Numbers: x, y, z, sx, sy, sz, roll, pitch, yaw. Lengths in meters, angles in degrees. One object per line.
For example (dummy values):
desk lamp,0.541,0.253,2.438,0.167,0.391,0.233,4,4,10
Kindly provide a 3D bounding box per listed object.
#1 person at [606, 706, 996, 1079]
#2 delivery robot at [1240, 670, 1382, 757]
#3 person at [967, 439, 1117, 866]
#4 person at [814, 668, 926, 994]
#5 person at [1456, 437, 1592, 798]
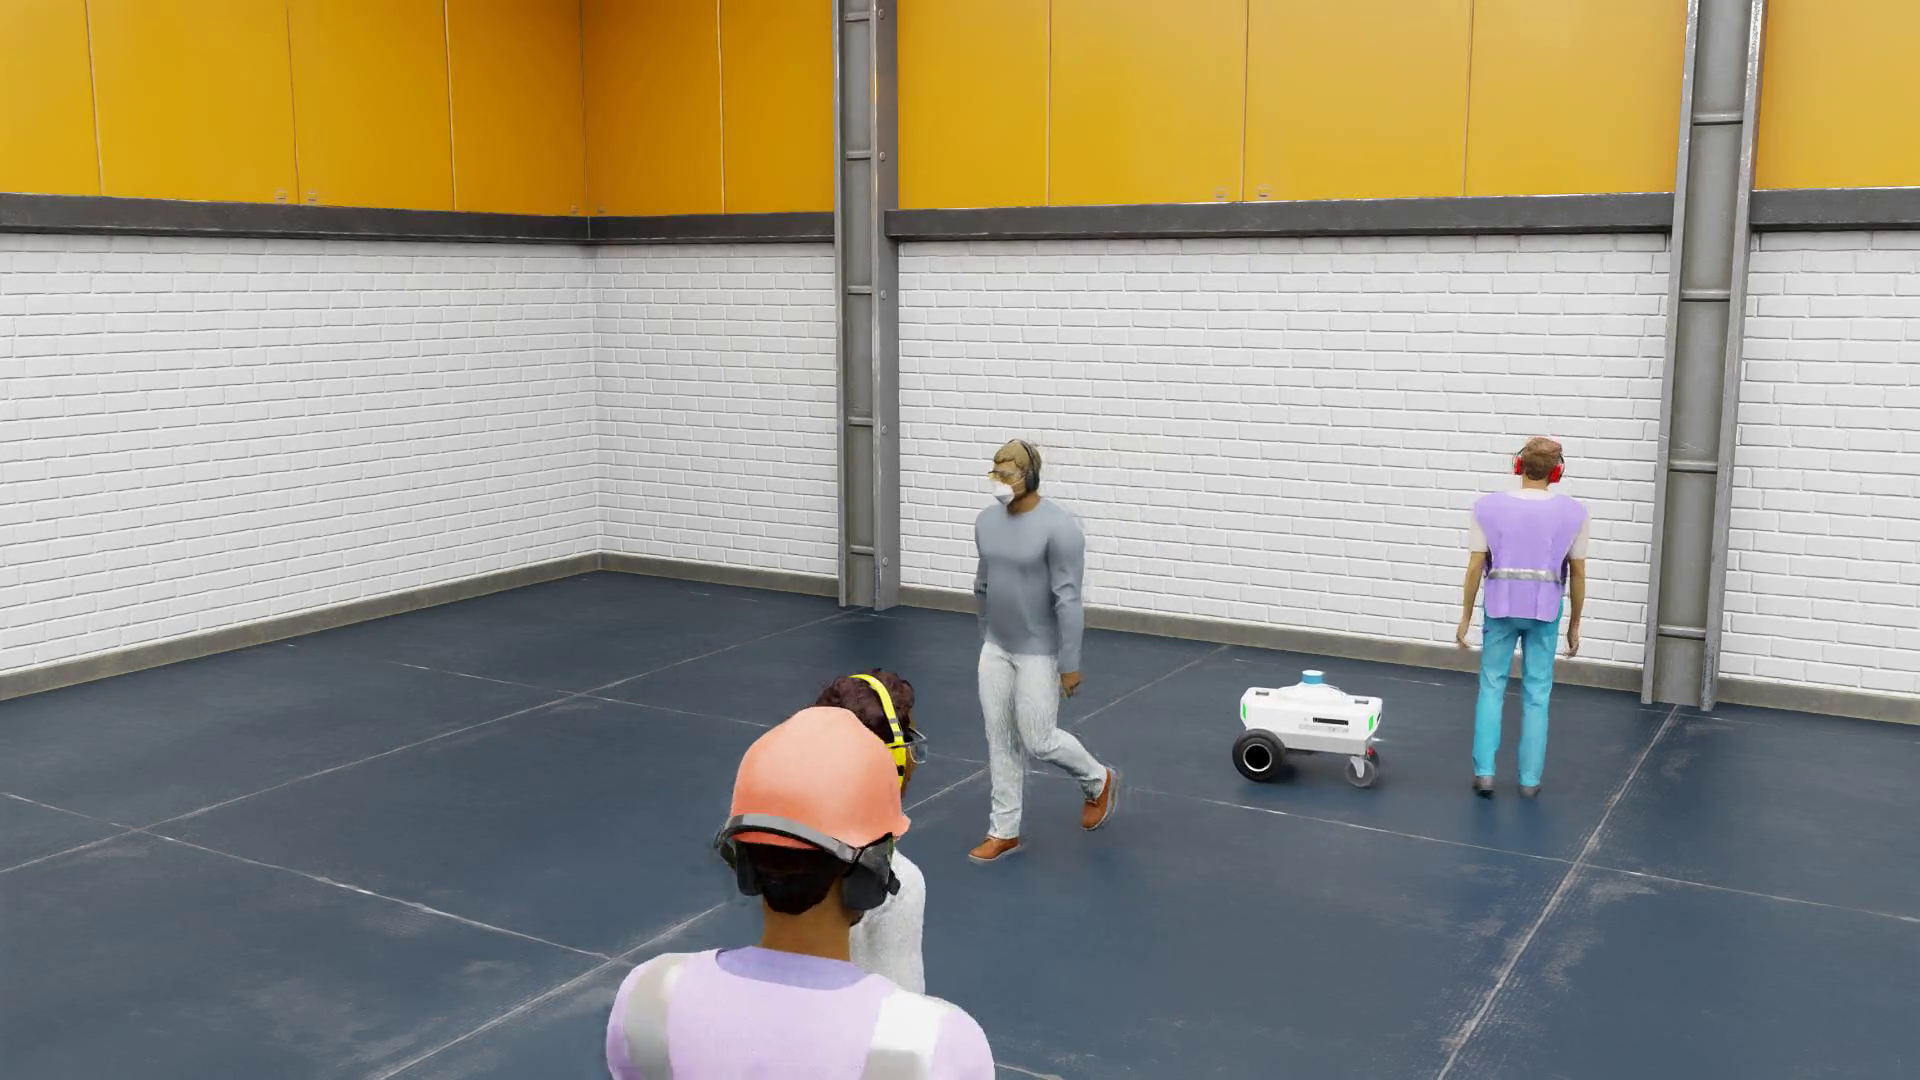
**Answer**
person,-0.244,1.259,2.437,0.614,2.023,0.582,3,10,19
delivery robot,1.848,0.930,8.748,0.707,0.478,0.477,3,10,20
person,0.358,0.490,7.537,0.698,1.925,0.636,-8,12,-41
person,-0.190,1.180,3.430,0.419,1.851,0.573,-7,12,-38
person,2.827,0.407,8.378,0.636,1.834,0.384,3,10,17
